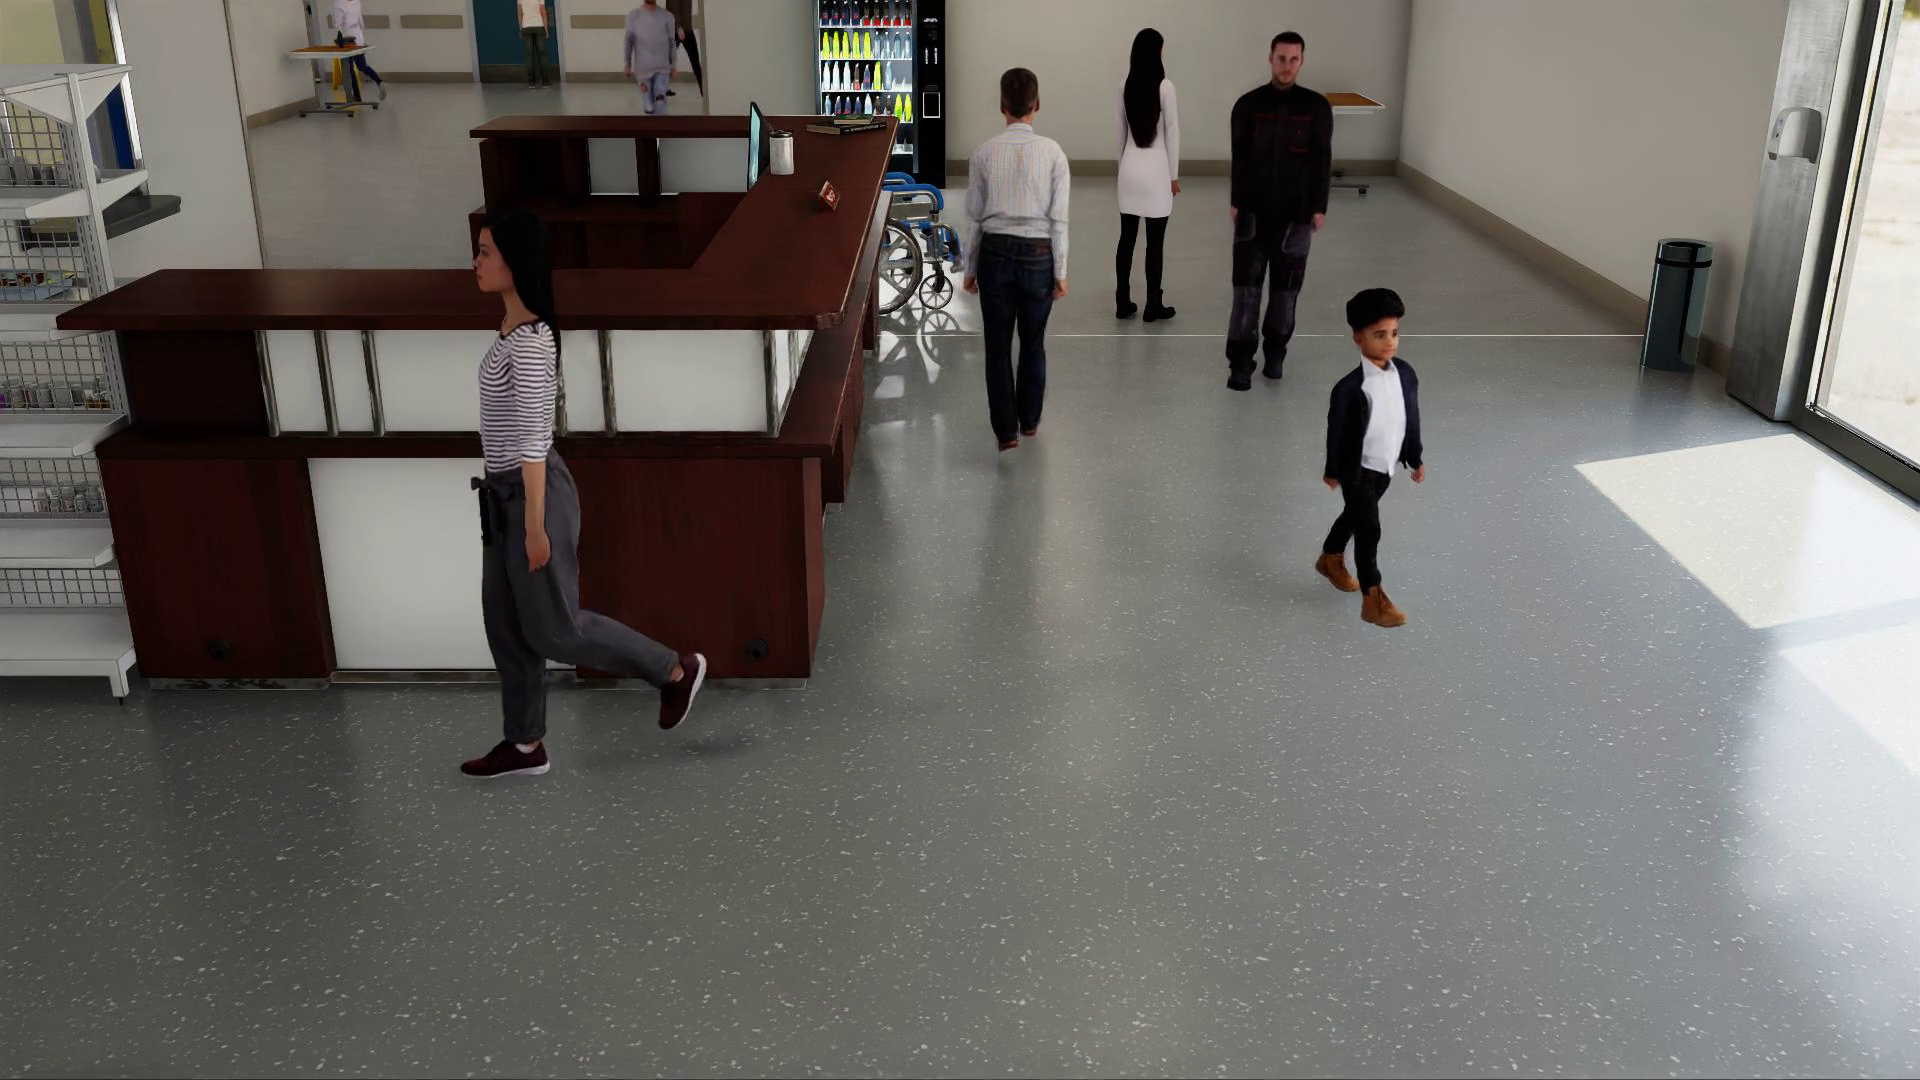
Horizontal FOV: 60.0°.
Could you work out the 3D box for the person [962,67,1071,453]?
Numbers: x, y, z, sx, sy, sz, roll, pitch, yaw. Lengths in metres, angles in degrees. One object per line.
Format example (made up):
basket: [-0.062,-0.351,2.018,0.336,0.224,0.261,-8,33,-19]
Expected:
person: [0.259,-1.274,7.850,0.987,1.791,0.749,1,21,4]

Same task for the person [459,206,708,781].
person: [-1.152,-0.097,4.851,1.064,1.714,0.812,-7,22,-17]

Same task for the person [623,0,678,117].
person: [-3.275,-5.020,17.709,0.762,1.813,0.779,-1,21,-2]

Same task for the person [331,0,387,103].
person: [-8.069,-6.658,22.209,1.038,1.688,0.890,12,24,29]

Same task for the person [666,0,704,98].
person: [-3.949,-7.039,23.007,1.263,1.835,0.990,9,23,23]

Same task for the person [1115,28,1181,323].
person: [1.160,-2.298,10.526,0.662,1.810,0.750,15,25,34]

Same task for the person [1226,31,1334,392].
person: [1.704,-1.772,9.046,1.042,1.875,0.888,4,21,11]

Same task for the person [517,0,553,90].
person: [-6.293,-7.514,24.519,0.513,1.653,0.657,-3,21,-8]

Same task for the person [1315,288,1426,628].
person: [1.474,-0.325,6.126,0.856,1.198,0.803,-10,23,-25]
